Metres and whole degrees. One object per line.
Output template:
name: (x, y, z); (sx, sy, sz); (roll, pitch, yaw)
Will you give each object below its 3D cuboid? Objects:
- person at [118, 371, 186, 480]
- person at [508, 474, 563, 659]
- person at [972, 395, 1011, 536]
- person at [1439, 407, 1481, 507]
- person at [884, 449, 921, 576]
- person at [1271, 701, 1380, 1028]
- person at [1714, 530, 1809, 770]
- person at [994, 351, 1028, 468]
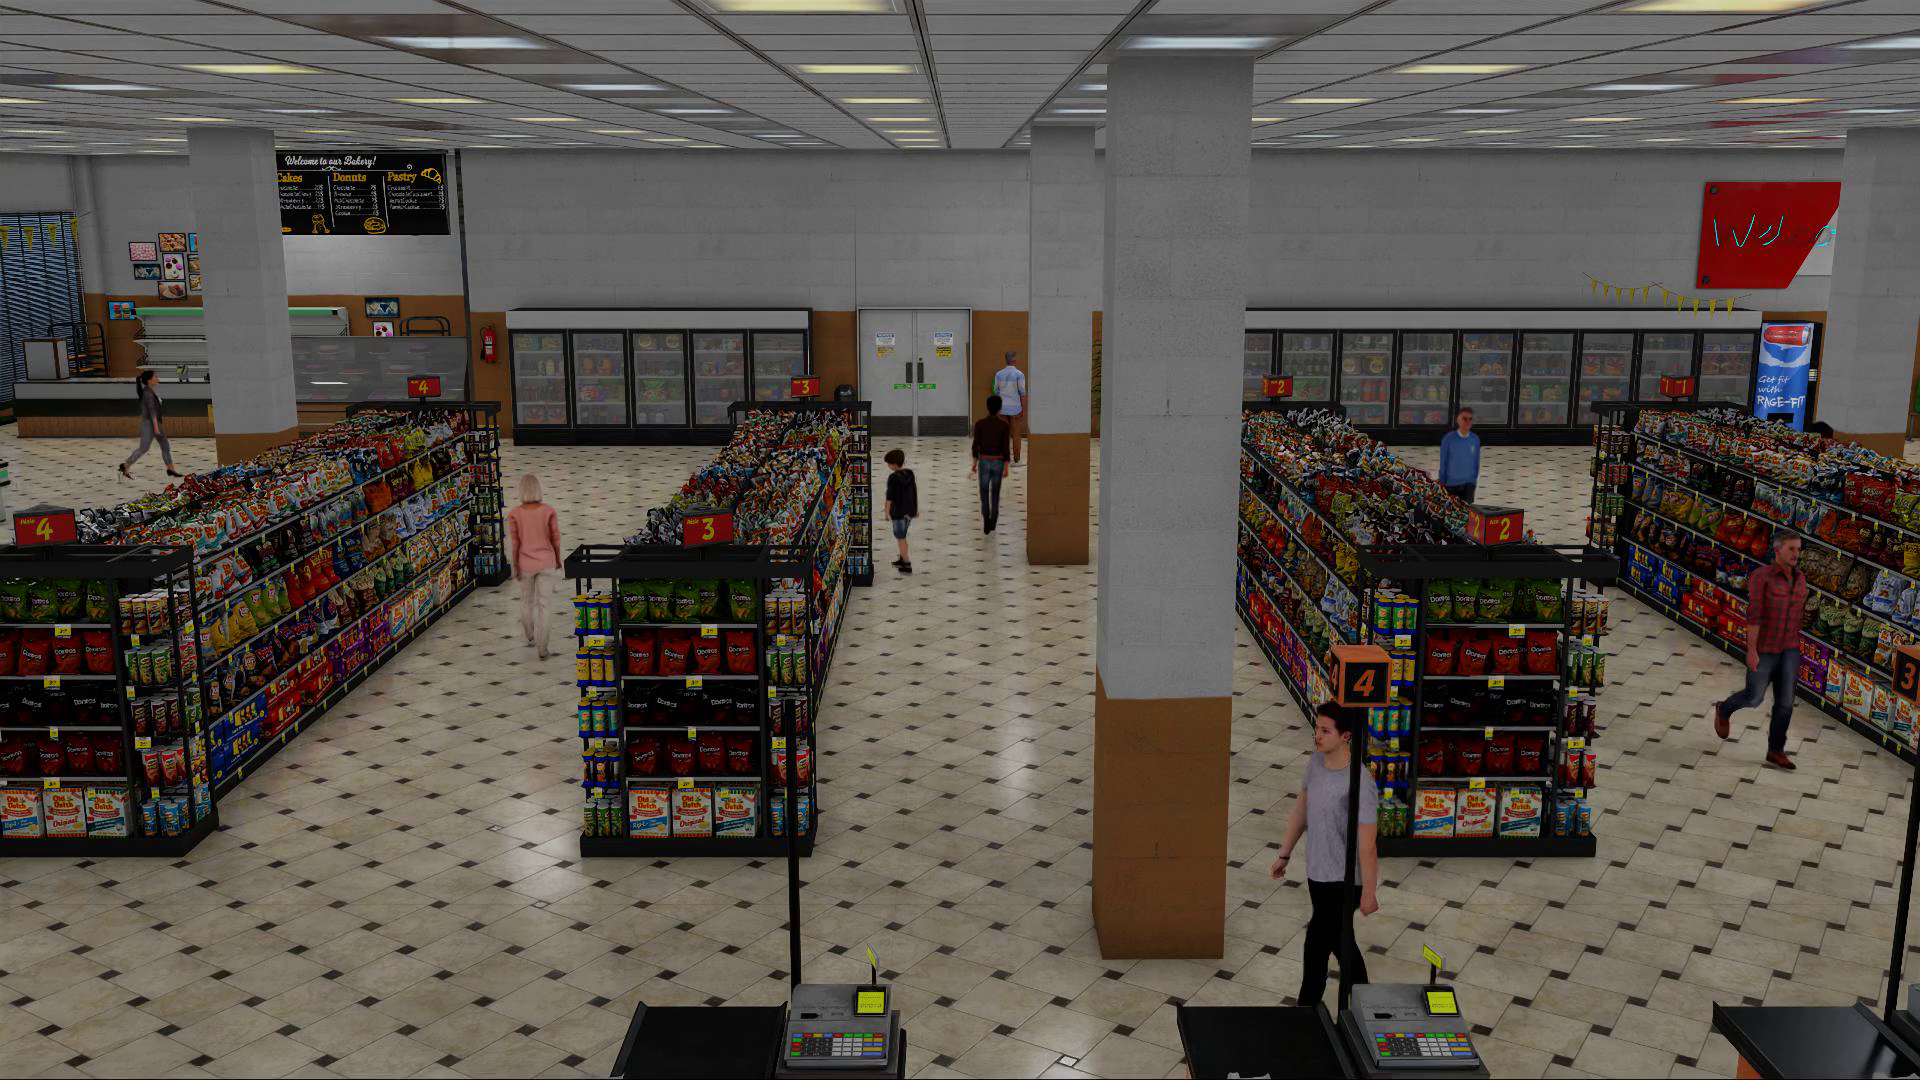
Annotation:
person: (-12.194, -1.670, 24.854); (1.008, 1.637, 1.155); (-5, 13, -23)
person: (-3.959, 0.263, 15.551); (0.750, 1.687, 1.086); (-2, 12, -10)
person: (0.383, -0.921, 21.004); (0.648, 1.758, 1.051); (0, 12, 2)
person: (5.908, -0.692, 19.817); (0.640, 1.798, 1.034); (0, 12, -2)
person: (-0.625, -0.301, 18.865); (0.753, 1.426, 0.820); (-9, 15, -36)
person: (1.973, 1.698, 8.375); (0.933, 1.836, 1.061); (-3, 12, -14)
person: (6.134, 0.834, 12.697); (0.810, 1.747, 1.043); (-3, 12, -12)
person: (0.800, -2.082, 26.356); (0.766, 1.824, 0.735); (6, 13, 26)
